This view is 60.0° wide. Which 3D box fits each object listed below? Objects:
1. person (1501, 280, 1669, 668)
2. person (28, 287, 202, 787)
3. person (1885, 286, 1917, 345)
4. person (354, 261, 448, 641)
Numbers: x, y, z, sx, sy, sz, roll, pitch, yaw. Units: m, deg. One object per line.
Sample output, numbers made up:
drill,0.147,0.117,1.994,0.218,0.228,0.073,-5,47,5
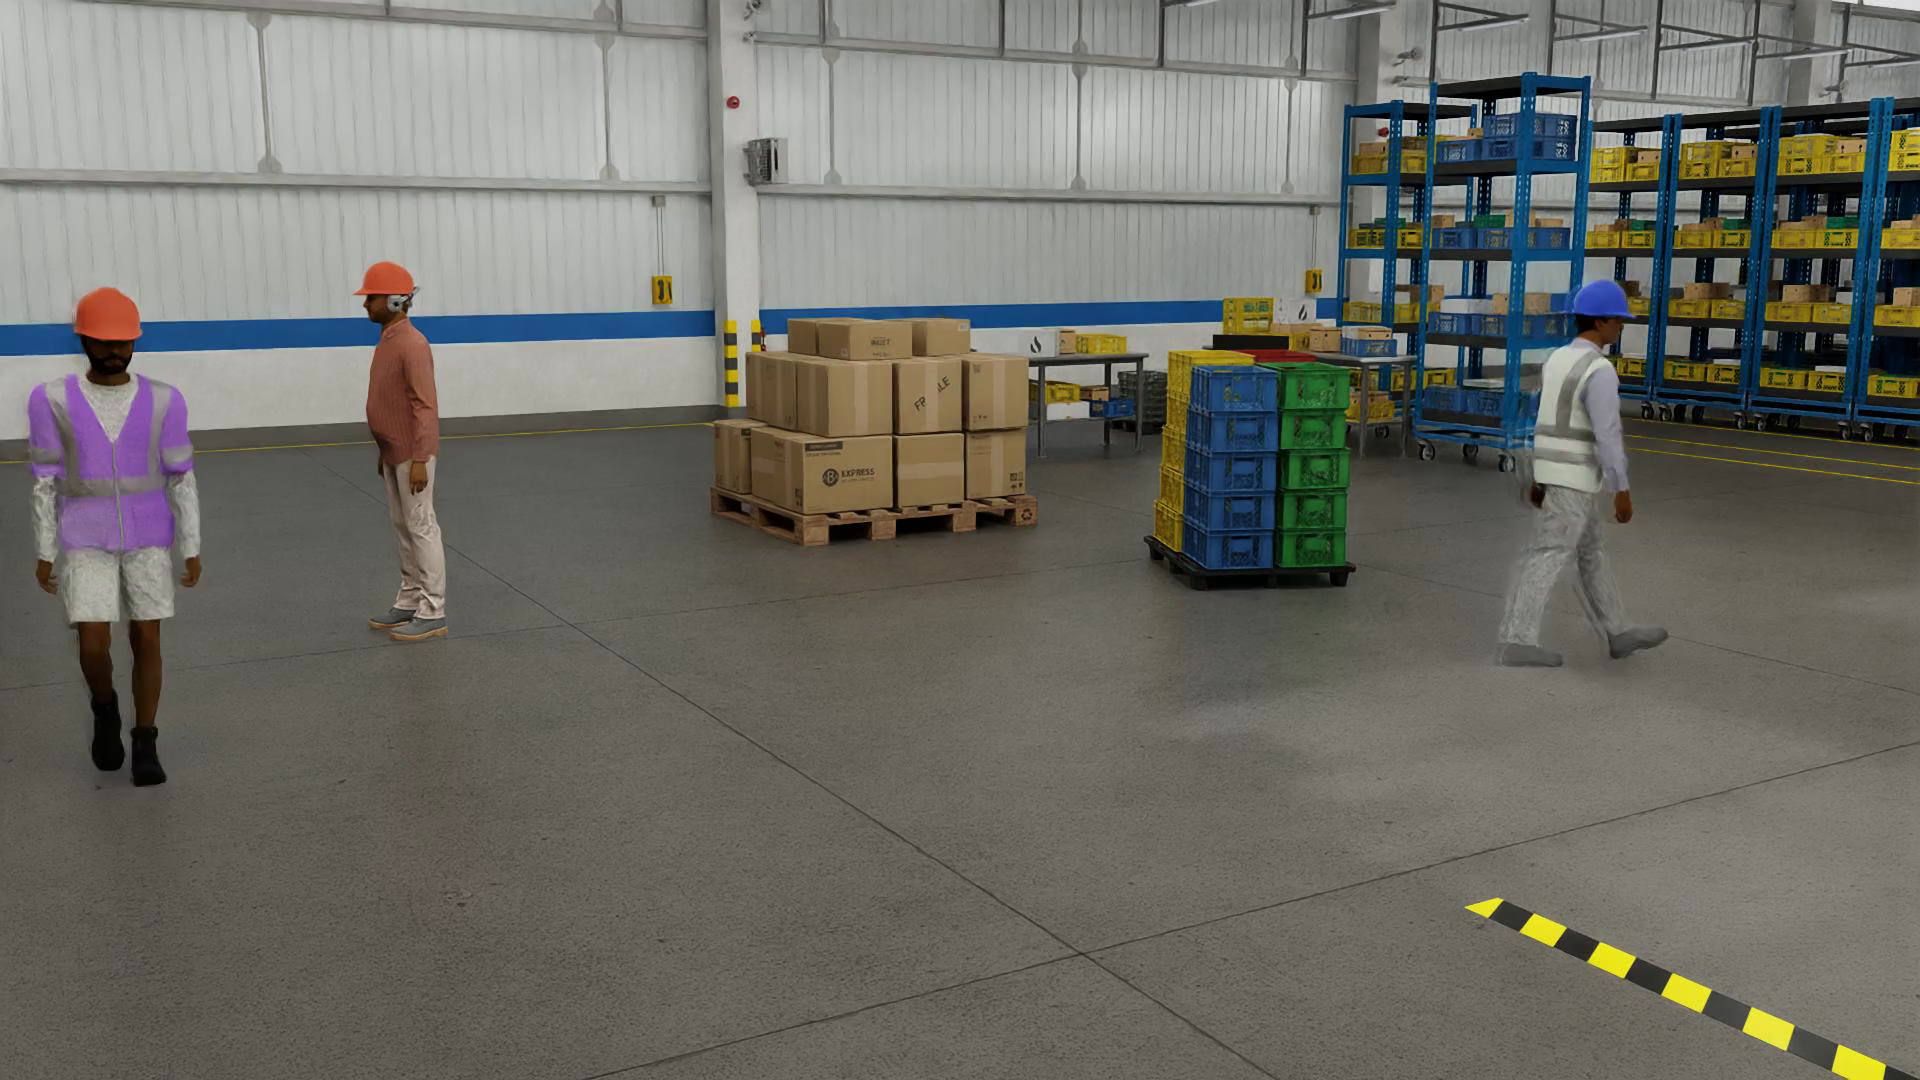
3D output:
person,3.128,-0.303,8.148,0.952,1.900,0.641,0,10,1
person,-3.210,0.003,6.360,0.582,1.921,0.404,-6,12,-32
person,15.383,-3.629,27.250,0.659,1.816,0.559,-8,13,-39
person,-2.961,-0.468,8.826,0.387,1.996,0.611,-7,12,-33
